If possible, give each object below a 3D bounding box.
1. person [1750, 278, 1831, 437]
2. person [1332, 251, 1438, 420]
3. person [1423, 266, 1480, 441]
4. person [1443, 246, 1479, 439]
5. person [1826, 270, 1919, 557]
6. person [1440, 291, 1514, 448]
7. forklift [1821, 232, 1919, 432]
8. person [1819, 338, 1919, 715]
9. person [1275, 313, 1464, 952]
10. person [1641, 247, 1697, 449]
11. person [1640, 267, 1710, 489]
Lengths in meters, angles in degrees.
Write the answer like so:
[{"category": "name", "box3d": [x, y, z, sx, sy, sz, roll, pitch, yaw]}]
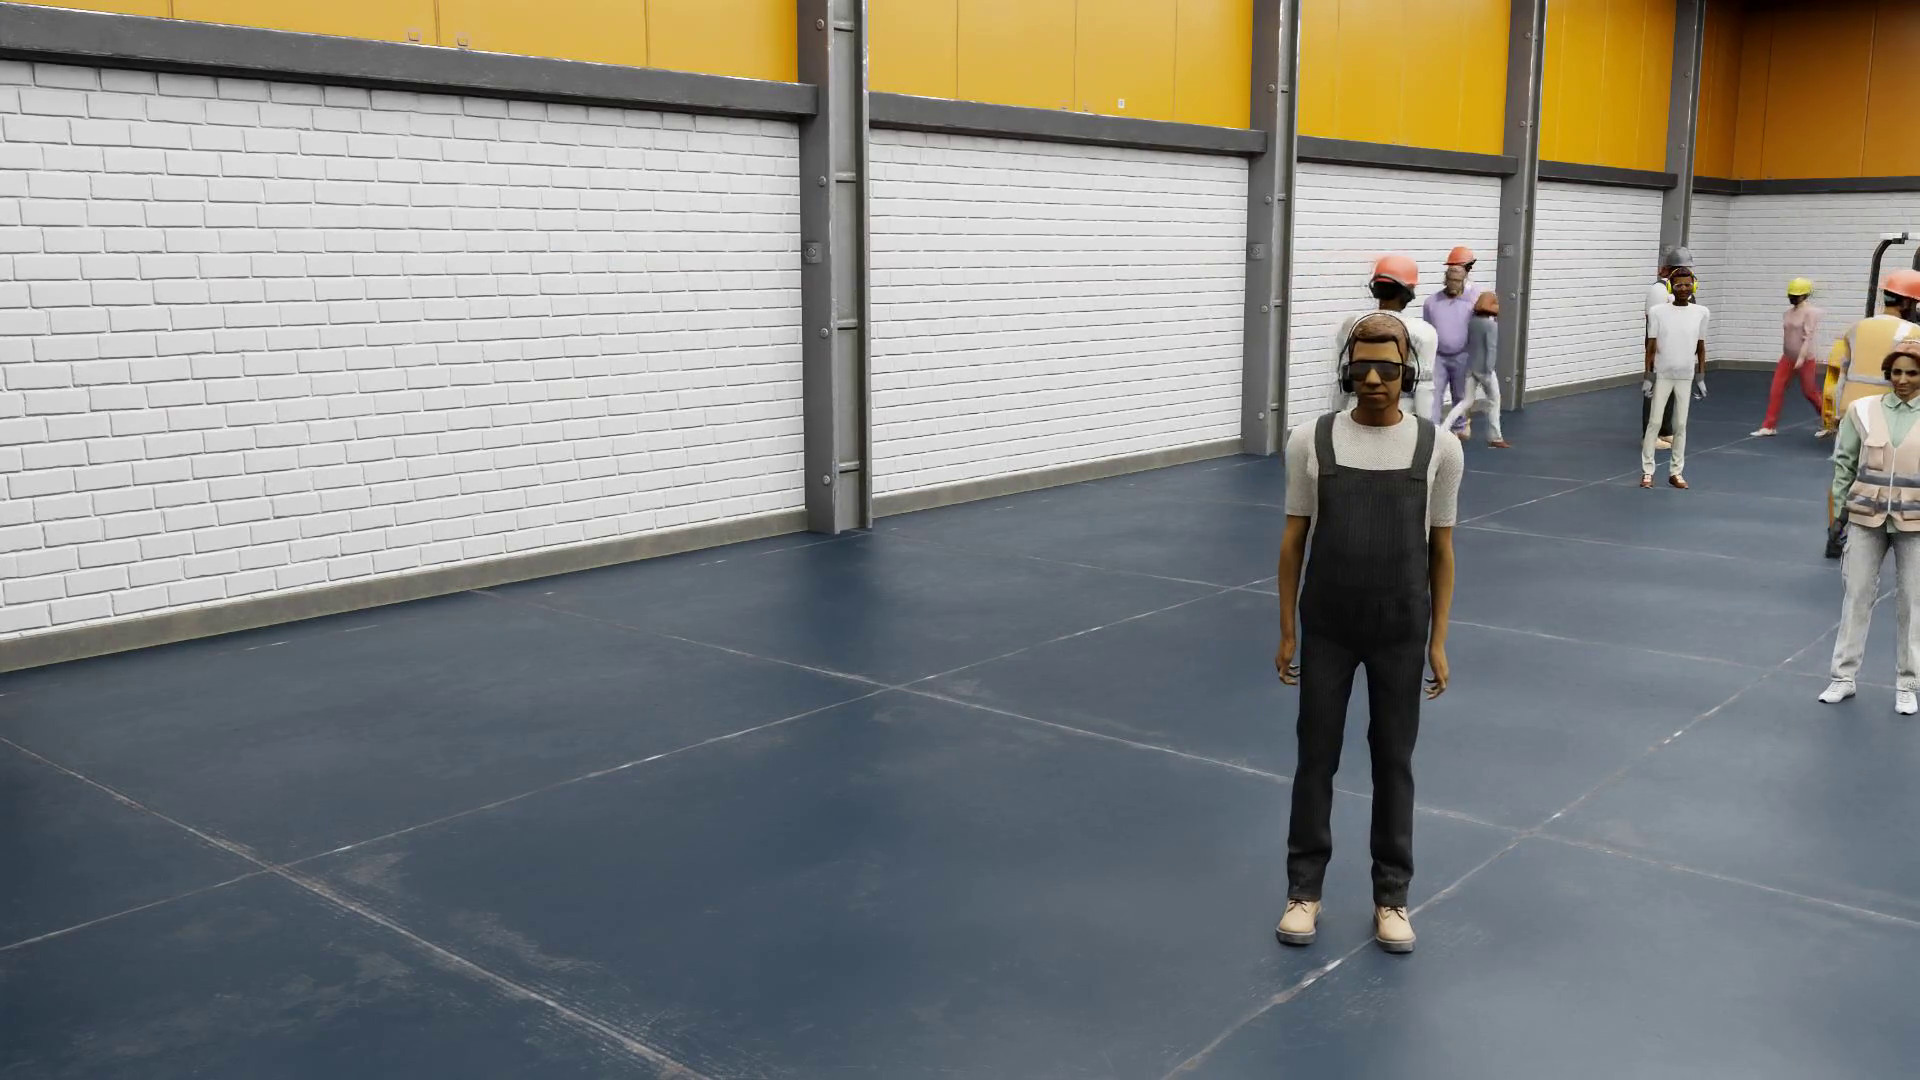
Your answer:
[{"category": "person", "box3d": [9.021, -1.951, 17.818, 0.830, 1.717, 0.519, -3, 10, -14]}, {"category": "person", "box3d": [2.360, -0.617, 9.405, 0.617, 2.015, 0.893, 7, 12, 35]}, {"category": "person", "box3d": [5.023, -1.872, 17.035, 0.643, 1.852, 0.996, 5, 11, 24]}, {"category": "person", "box3d": [5.300, -2.091, 17.705, 0.393, 2.041, 0.613, 4, 11, 23]}, {"category": "person", "box3d": [6.055, -0.832, 10.994, 0.910, 1.870, 0.630, -7, 12, -33]}, {"category": "person", "box3d": [5.215, -1.706, 16.789, 0.801, 1.601, 0.498, -3, 10, -16]}, {"category": "forklift", "box3d": [9.955, -1.972, 16.595, 2.313, 2.155, 1.214, 1, 10, 8]}, {"category": "person", "box3d": [4.093, -0.060, 7.291, 0.513, 1.640, 0.309, 8, 13, 39]}, {"category": "person", "box3d": [1.170, 0.273, 4.810, 0.506, 1.846, 0.346, 2, 10, 12]}, {"category": "person", "box3d": [7.246, -1.944, 16.870, 0.688, 2.000, 0.536, -9, 14, -43]}, {"category": "person", "box3d": [6.034, -1.360, 14.031, 0.521, 1.873, 0.334, 2, 10, 10]}]
